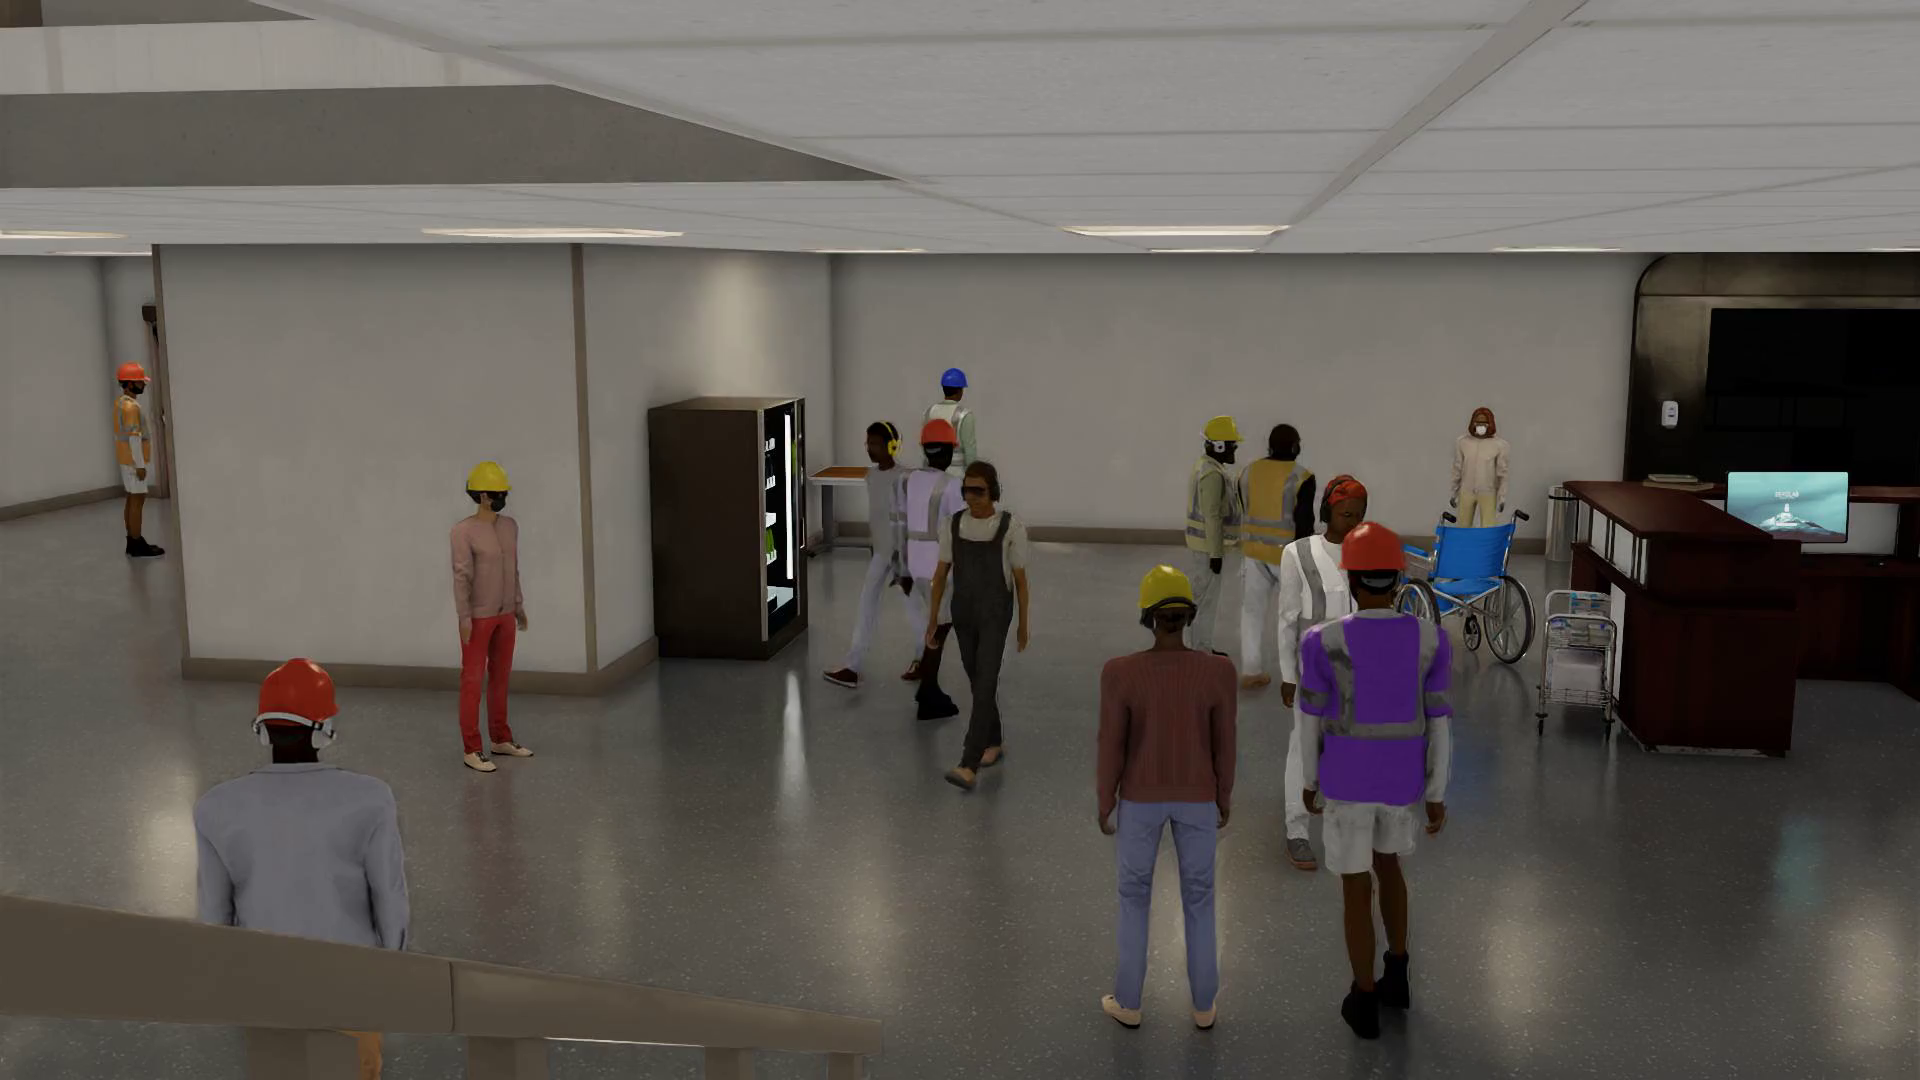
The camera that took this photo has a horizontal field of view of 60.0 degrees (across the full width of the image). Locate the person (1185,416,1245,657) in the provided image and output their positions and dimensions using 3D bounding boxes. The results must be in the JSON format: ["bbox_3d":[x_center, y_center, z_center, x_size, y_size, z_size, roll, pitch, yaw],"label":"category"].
[{"bbox_3d":[1.811,0.025,11.875,0.404,1.825,0.596,1,9,4],"label":"person"}]

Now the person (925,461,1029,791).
[{"bbox_3d":[0.082,0.462,9.237,0.519,1.790,0.985,4,10,24],"label":"person"}]

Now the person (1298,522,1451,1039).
[{"bbox_3d":[1.525,0.888,6.239,0.537,1.914,0.518,-1,9,-5],"label":"person"}]

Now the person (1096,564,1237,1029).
[{"bbox_3d":[0.773,0.967,6.289,0.533,1.756,0.368,0,9,0],"label":"person"}]

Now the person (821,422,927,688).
[{"bbox_3d":[-0.510,0.112,11.318,0.541,1.818,0.957,8,12,41],"label":"person"}]

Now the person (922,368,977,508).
[{"bbox_3d":[-0.075,-0.620,15.452,0.618,1.944,0.400,8,12,41],"label":"person"}]

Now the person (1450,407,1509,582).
[{"bbox_3d":[4.697,-0.393,15.059,0.504,1.627,0.285,6,11,31],"label":"person"}]

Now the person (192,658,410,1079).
[{"bbox_3d":[-1.872,1.204,4.796,0.564,1.751,0.342,-2,9,-10],"label":"person"}]

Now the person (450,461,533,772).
[{"bbox_3d":[-2.687,0.427,9.551,0.317,1.769,0.522,5,10,26],"label":"person"}]

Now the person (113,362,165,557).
[{"bbox_3d":[-8.216,-0.800,16.617,0.372,1.934,0.552,-6,11,-35],"label":"person"}]

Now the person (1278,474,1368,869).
[{"bbox_3d":[1.791,0.625,7.964,0.572,1.887,0.356,-3,10,-16],"label":"person"}]

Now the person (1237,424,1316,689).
[{"bbox_3d":[2.240,0.101,11.453,0.626,1.796,0.859,8,12,41],"label":"person"}]

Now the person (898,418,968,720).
[{"bbox_3d":[-0.118,0.187,10.592,0.530,1.907,0.587,-7,11,-35],"label":"person"}]
